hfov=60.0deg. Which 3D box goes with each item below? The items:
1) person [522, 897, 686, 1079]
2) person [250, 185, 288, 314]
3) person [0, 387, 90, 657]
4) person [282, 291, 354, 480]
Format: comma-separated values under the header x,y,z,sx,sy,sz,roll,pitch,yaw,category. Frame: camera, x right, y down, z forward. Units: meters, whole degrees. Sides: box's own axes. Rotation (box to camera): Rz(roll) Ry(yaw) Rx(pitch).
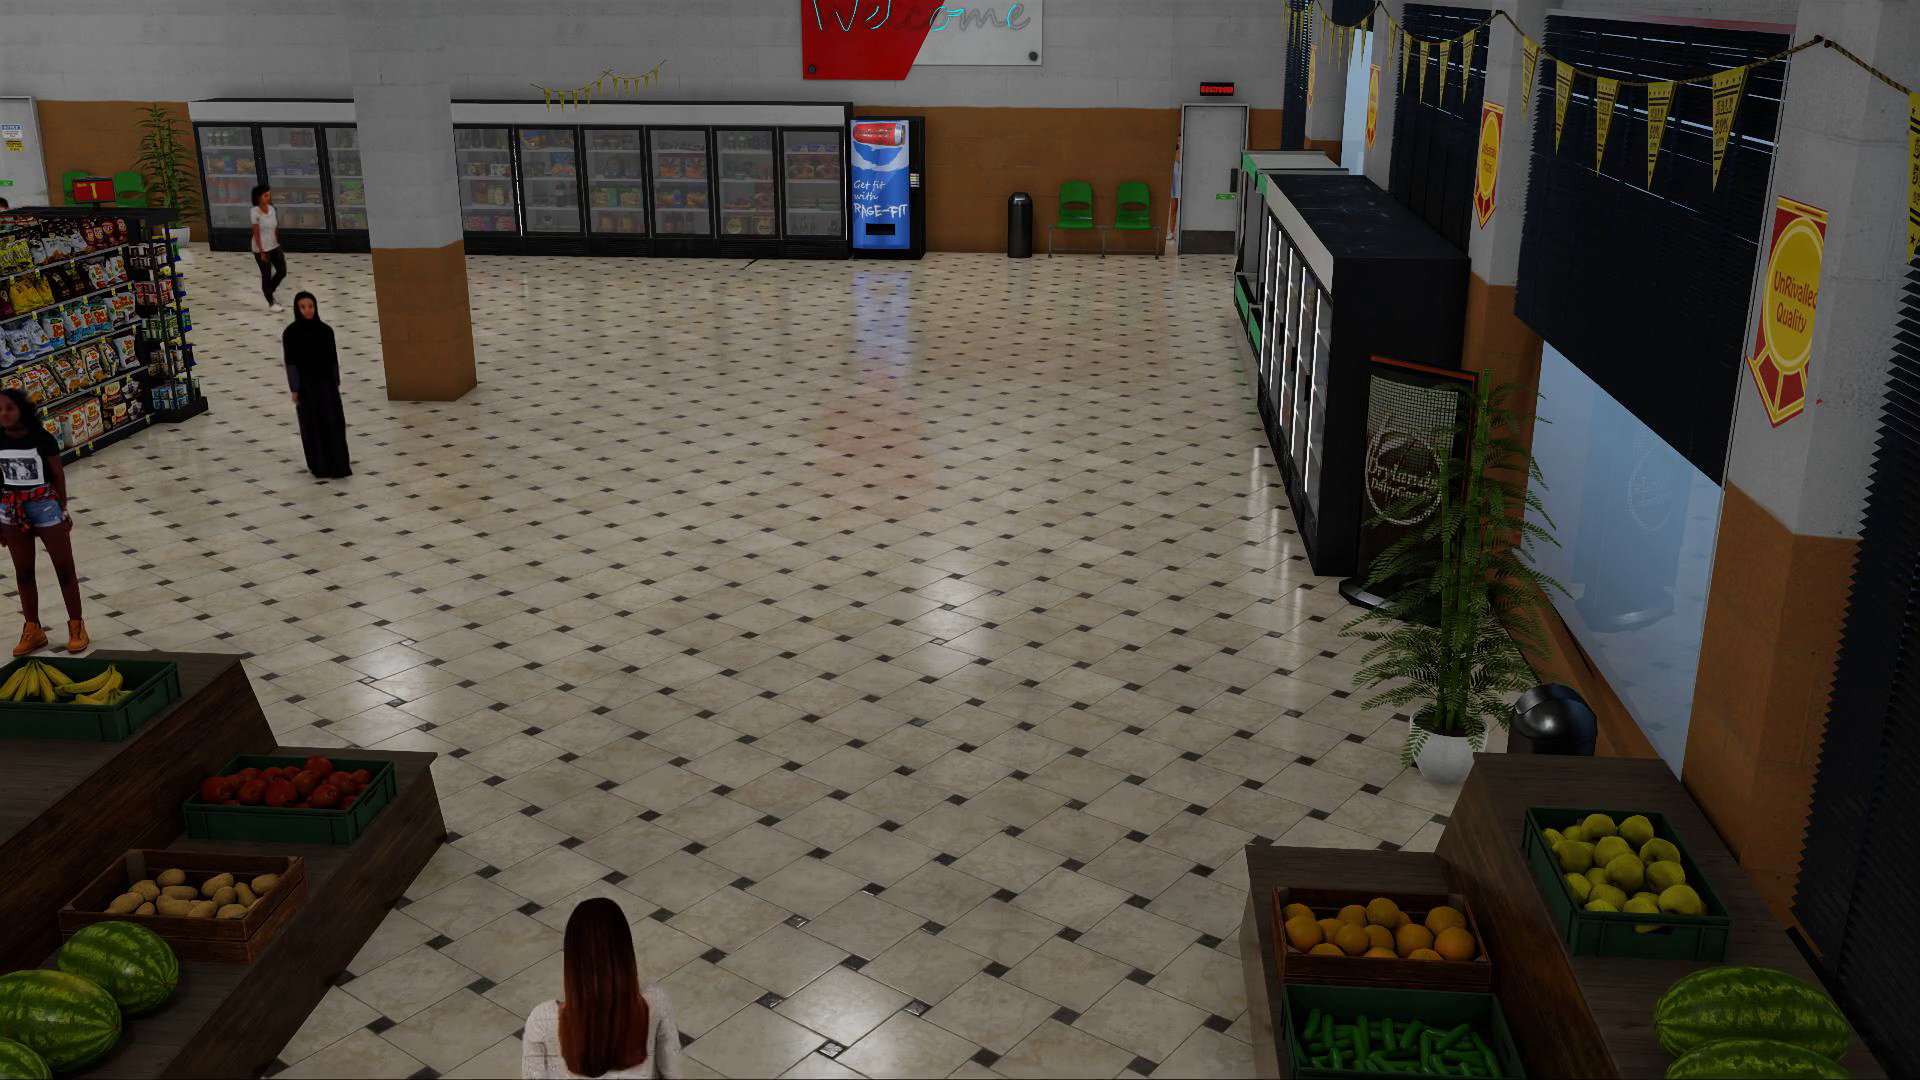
x,y,z,sx,sy,sz,roll,pitch,yaw,category
-0.971,1.845,4.725,0.887,1.658,1.118,-6,19,-16,person
-8.944,-3.722,21.276,0.761,1.631,0.718,8,20,22,person
-5.812,-0.121,10.448,0.665,1.727,0.666,-3,19,-8,person
-5.542,-1.337,14.234,0.828,1.612,0.930,-10,21,-26,person
